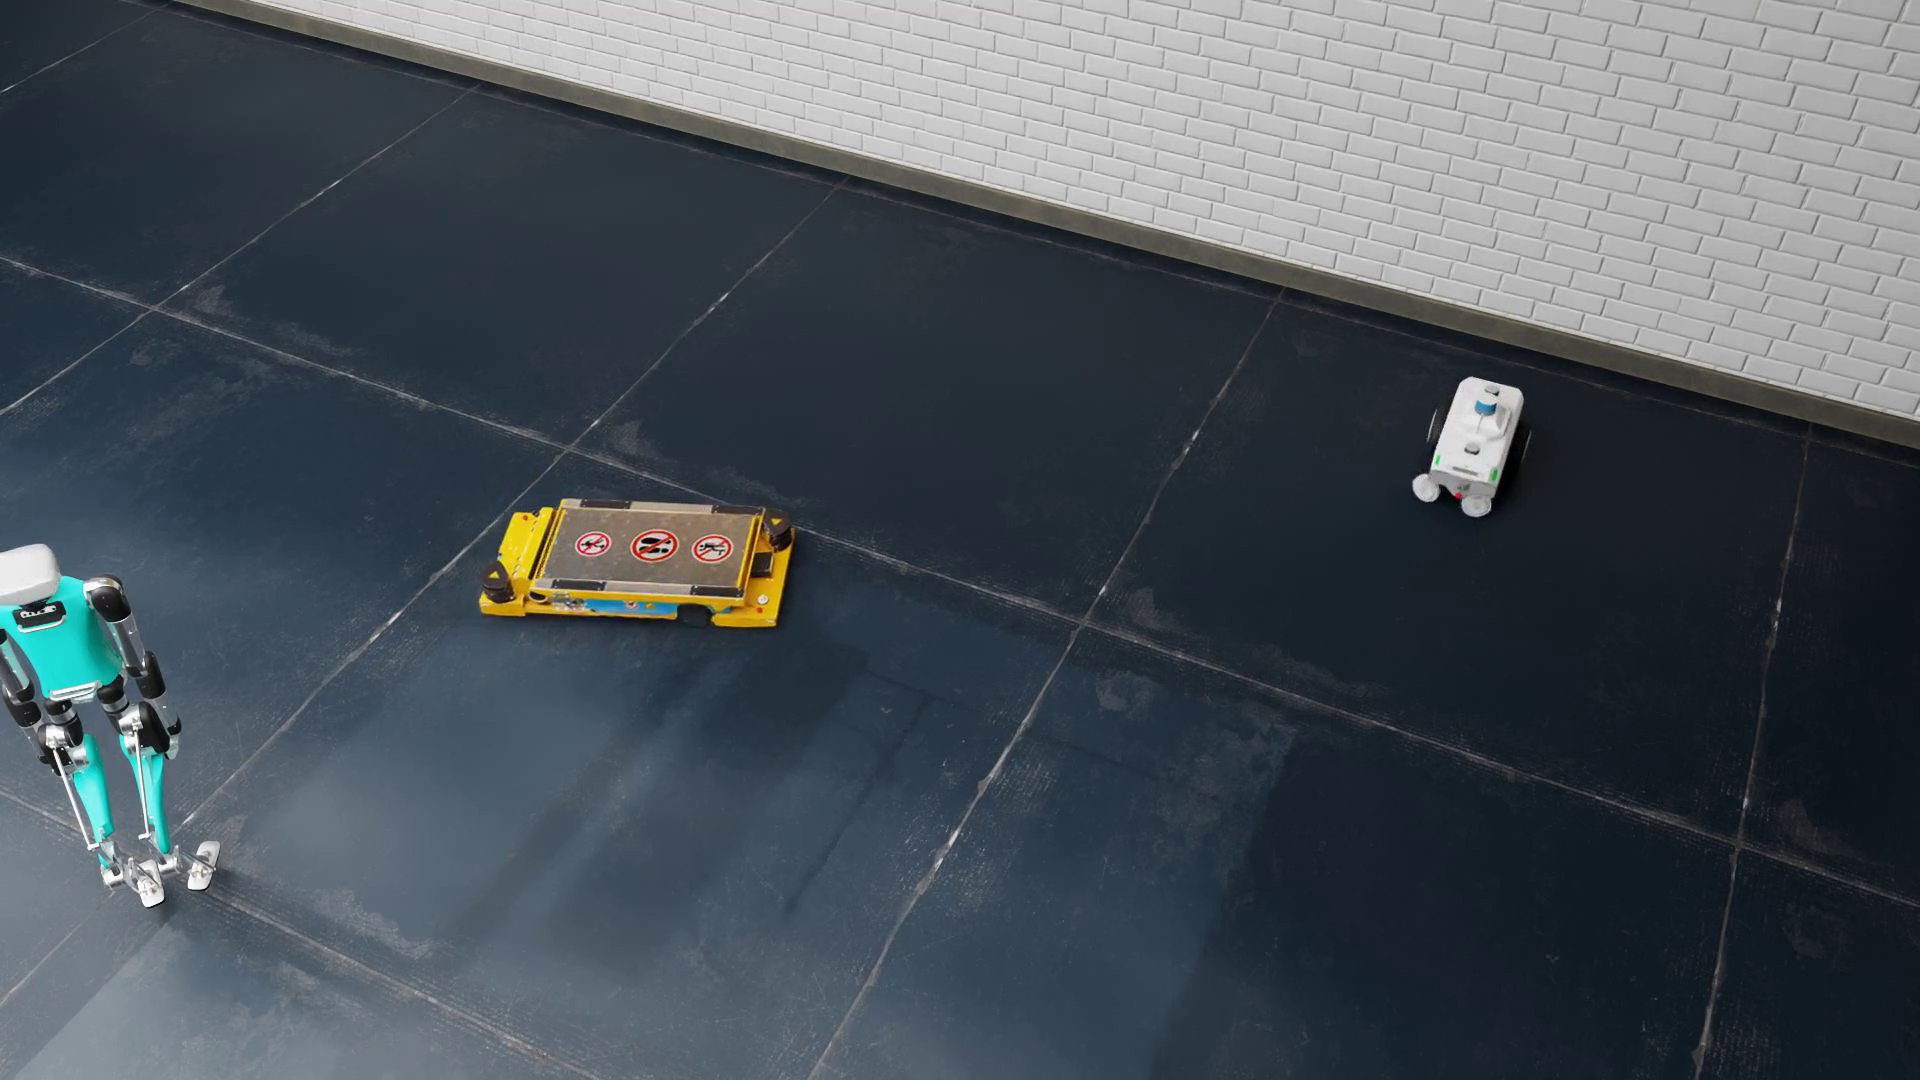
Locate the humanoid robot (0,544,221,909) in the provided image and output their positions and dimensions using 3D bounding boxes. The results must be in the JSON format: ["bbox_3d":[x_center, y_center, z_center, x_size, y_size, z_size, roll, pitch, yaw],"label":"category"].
[{"bbox_3d":[-3.191,0.831,6.178,0.533,1.681,0.735,-12,44,-13],"label":"humanoid robot"}]

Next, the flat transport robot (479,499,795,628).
[{"bbox_3d":[-1.563,0.110,8.137,1.431,0.231,0.659,3,43,3],"label":"flat transport robot"}]

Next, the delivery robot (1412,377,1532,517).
[{"bbox_3d":[2.658,-0.516,8.591,0.517,0.581,0.752,17,45,17],"label":"delivery robot"}]
